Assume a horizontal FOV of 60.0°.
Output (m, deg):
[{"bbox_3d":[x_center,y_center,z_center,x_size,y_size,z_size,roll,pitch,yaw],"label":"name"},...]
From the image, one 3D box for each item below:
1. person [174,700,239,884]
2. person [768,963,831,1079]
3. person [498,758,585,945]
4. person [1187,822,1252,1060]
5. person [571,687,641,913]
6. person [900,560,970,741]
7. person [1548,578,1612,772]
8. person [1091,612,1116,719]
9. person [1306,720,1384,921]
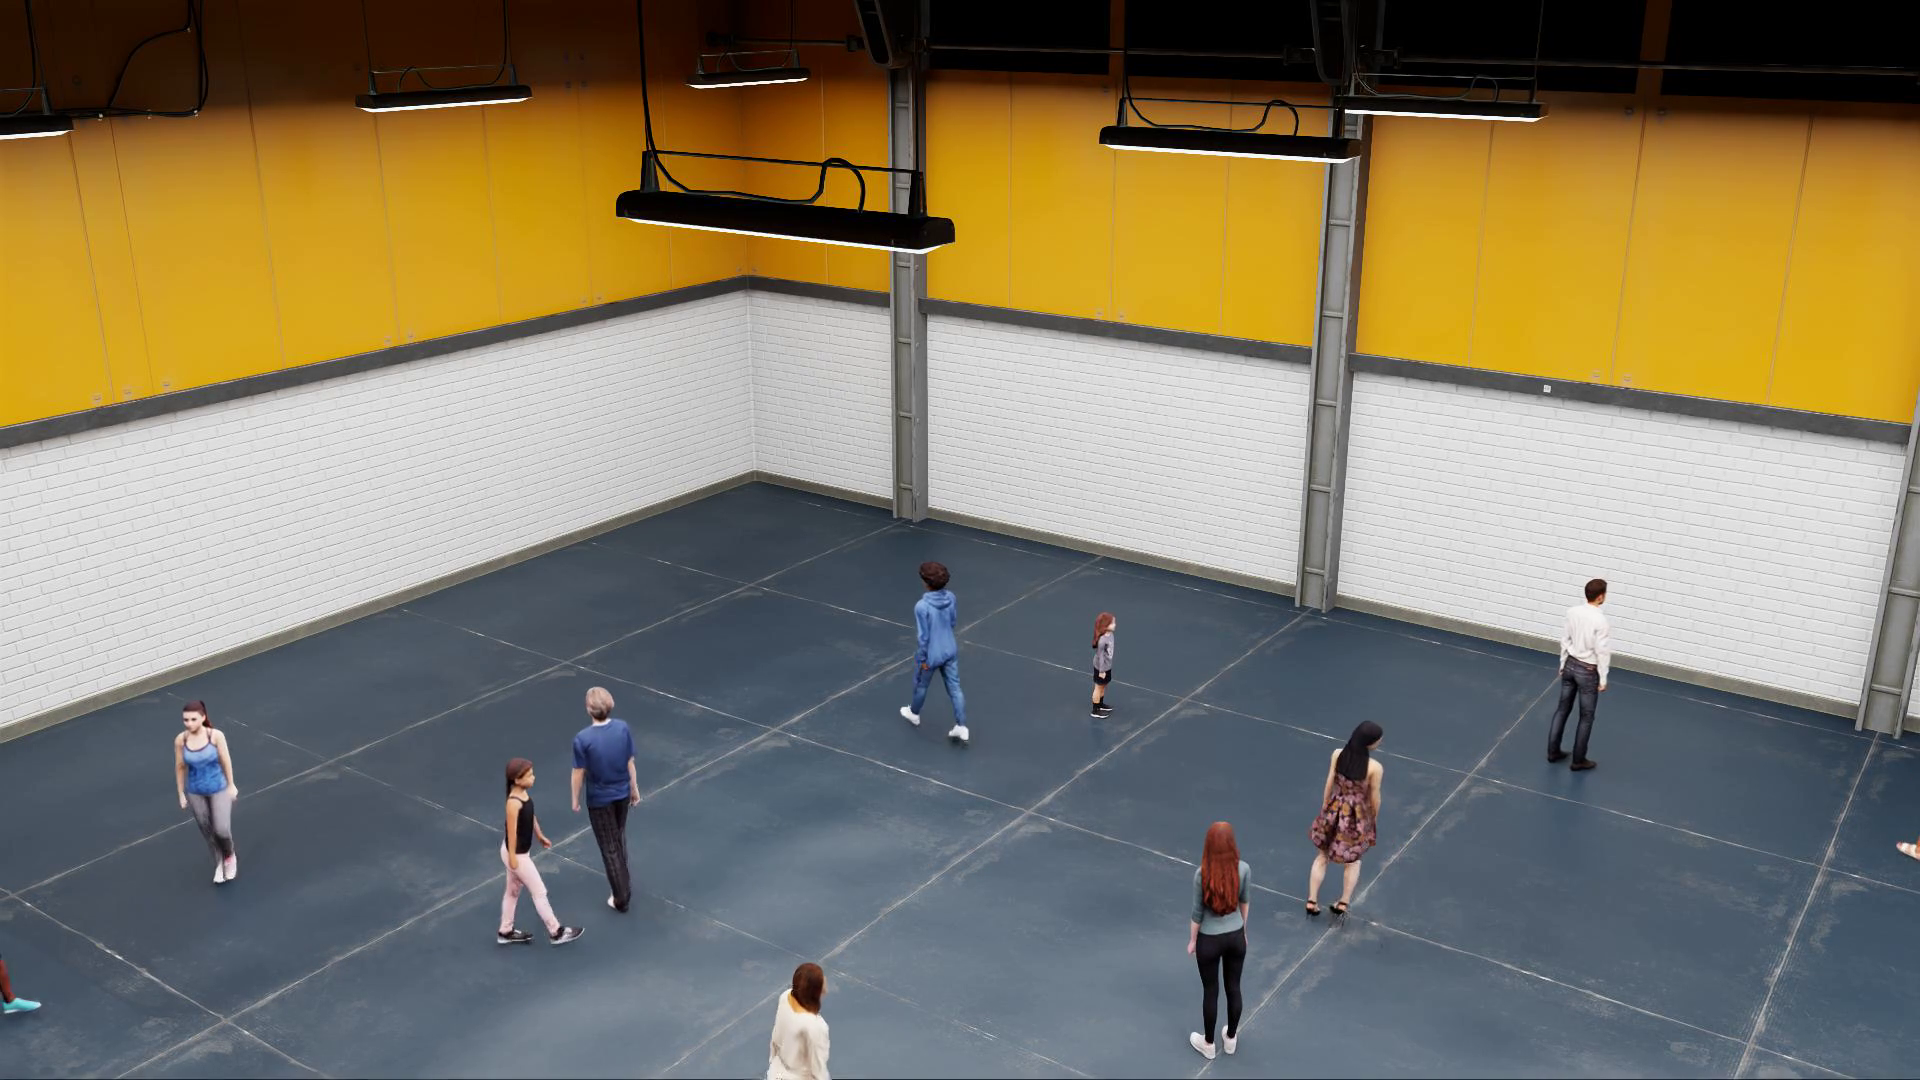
[{"bbox_3d":[-6.113,2.026,13.590,0.693,1.603,0.764,-1,19,-4],"label":"person"},{"bbox_3d":[-1.040,3.240,9.913,0.827,1.649,0.725,-14,23,-36],"label":"person"},{"bbox_3d":[-3.421,2.383,12.627,0.918,1.541,0.858,-3,19,-9],"label":"person"},{"bbox_3d":[1.769,2.722,11.305,0.669,1.743,0.727,-3,19,-10],"label":"person"},{"bbox_3d":[-2.716,2.068,13.076,0.792,1.853,0.873,-15,24,-37],"label":"person"},{"bbox_3d":[-0.160,1.099,16.073,0.962,1.774,1.256,-12,22,-32],"label":"person"},{"bbox_3d":[5.785,1.245,15.502,0.801,1.863,0.652,-11,21,-29],"label":"person"},{"bbox_3d":[1.435,1.234,16.723,0.505,1.105,0.507,7,20,19],"label":"person"},{"bbox_3d":[3.012,2.219,12.810,0.629,1.735,0.775,6,20,18],"label":"person"}]
